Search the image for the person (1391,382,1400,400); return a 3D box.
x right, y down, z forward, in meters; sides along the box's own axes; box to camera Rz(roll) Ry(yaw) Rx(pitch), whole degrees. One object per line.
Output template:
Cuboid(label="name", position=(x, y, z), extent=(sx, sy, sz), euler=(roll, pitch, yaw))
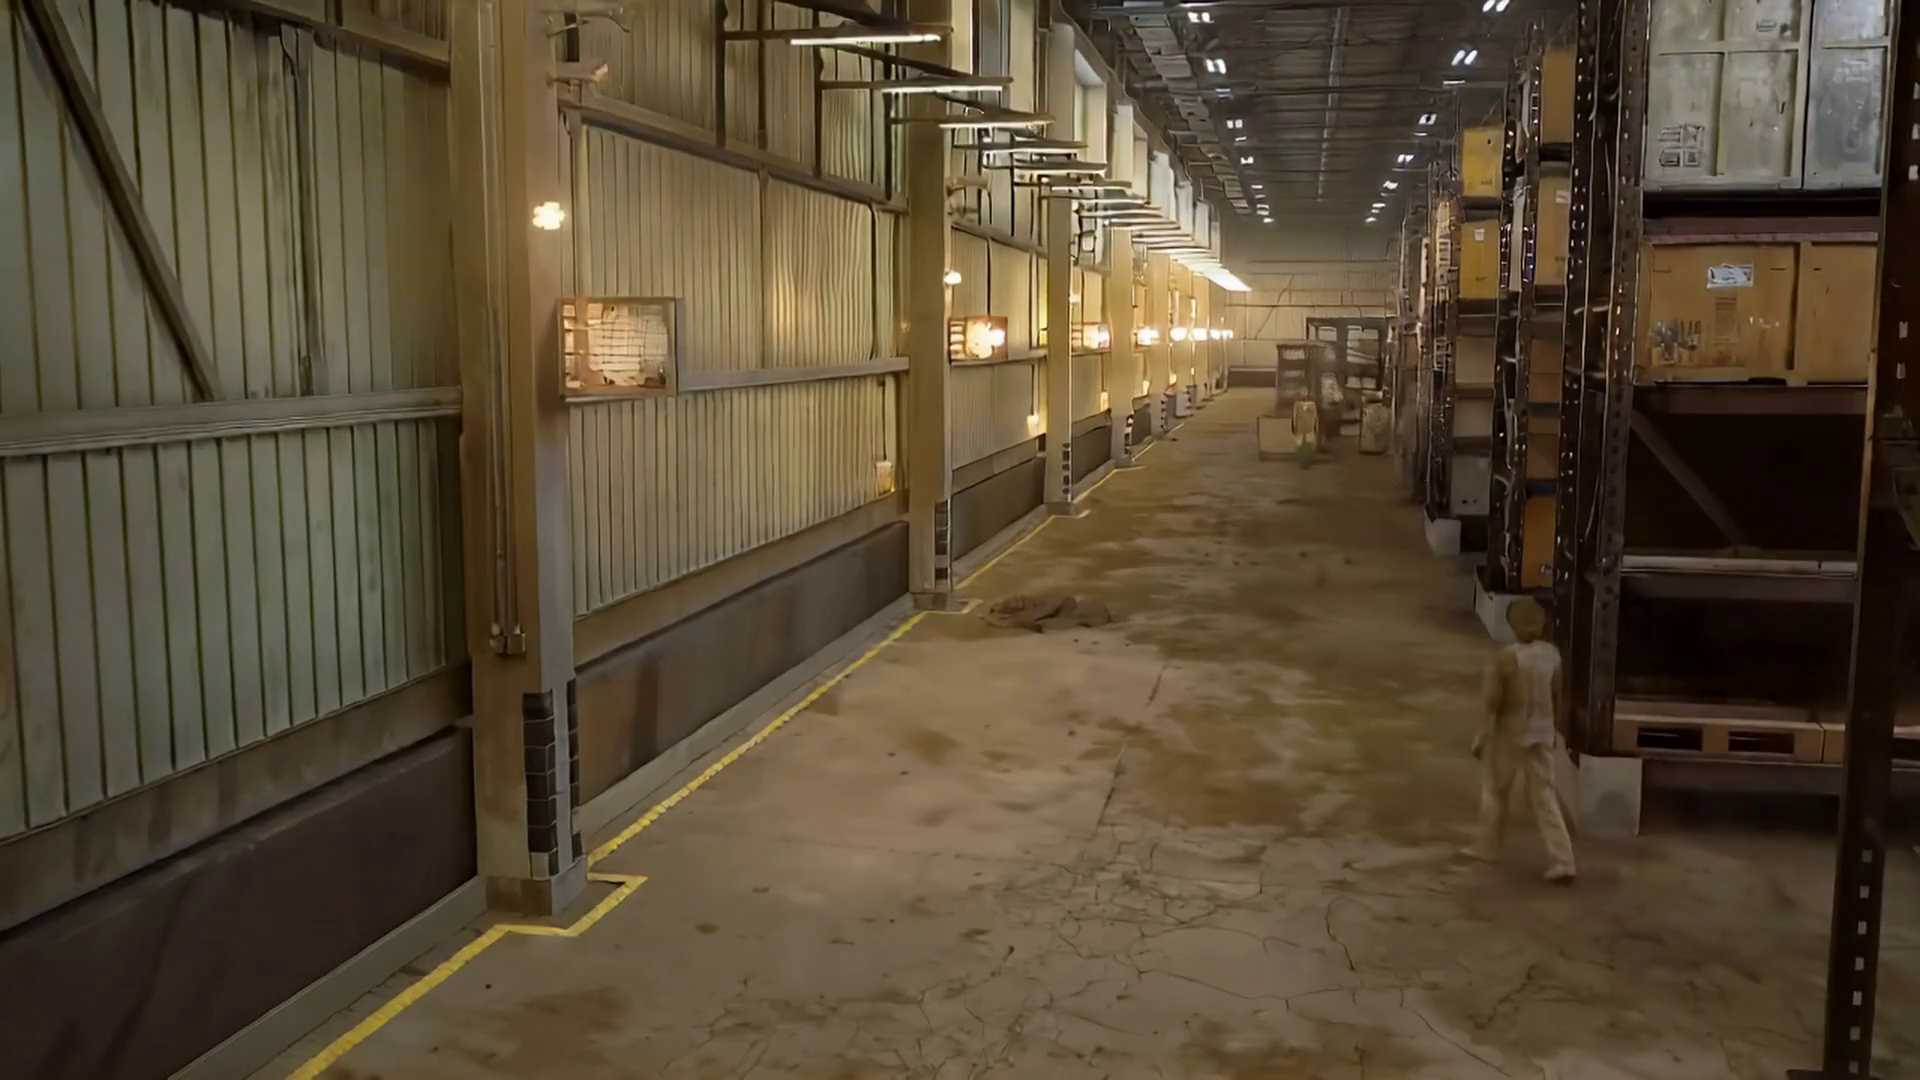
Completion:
Cuboid(label="person", position=(12.329, -3.601, 46.782), extent=(0.349, 1.732, 0.480), euler=(-4, 8, -31))

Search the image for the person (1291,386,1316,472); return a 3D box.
Cuboid(label="person", position=(7.620, -2.443, 36.789), extent=(0.569, 1.908, 0.736), euler=(0, 7, -1))

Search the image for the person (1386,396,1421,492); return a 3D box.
Cuboid(label="person", position=(8.692, -1.853, 32.281), extent=(0.809, 1.865, 0.759), euler=(-2, 7, -16))

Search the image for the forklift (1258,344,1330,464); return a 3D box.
Cuboid(label="forklift", position=(7.909, -3.237, 39.303), extent=(1.129, 2.768, 1.873), euler=(5, 9, 34))

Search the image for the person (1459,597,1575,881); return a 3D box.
Cuboid(label="person", position=(3.241, 1.133, 9.491), extent=(0.531, 1.610, 0.809), euler=(-3, 8, -22))
